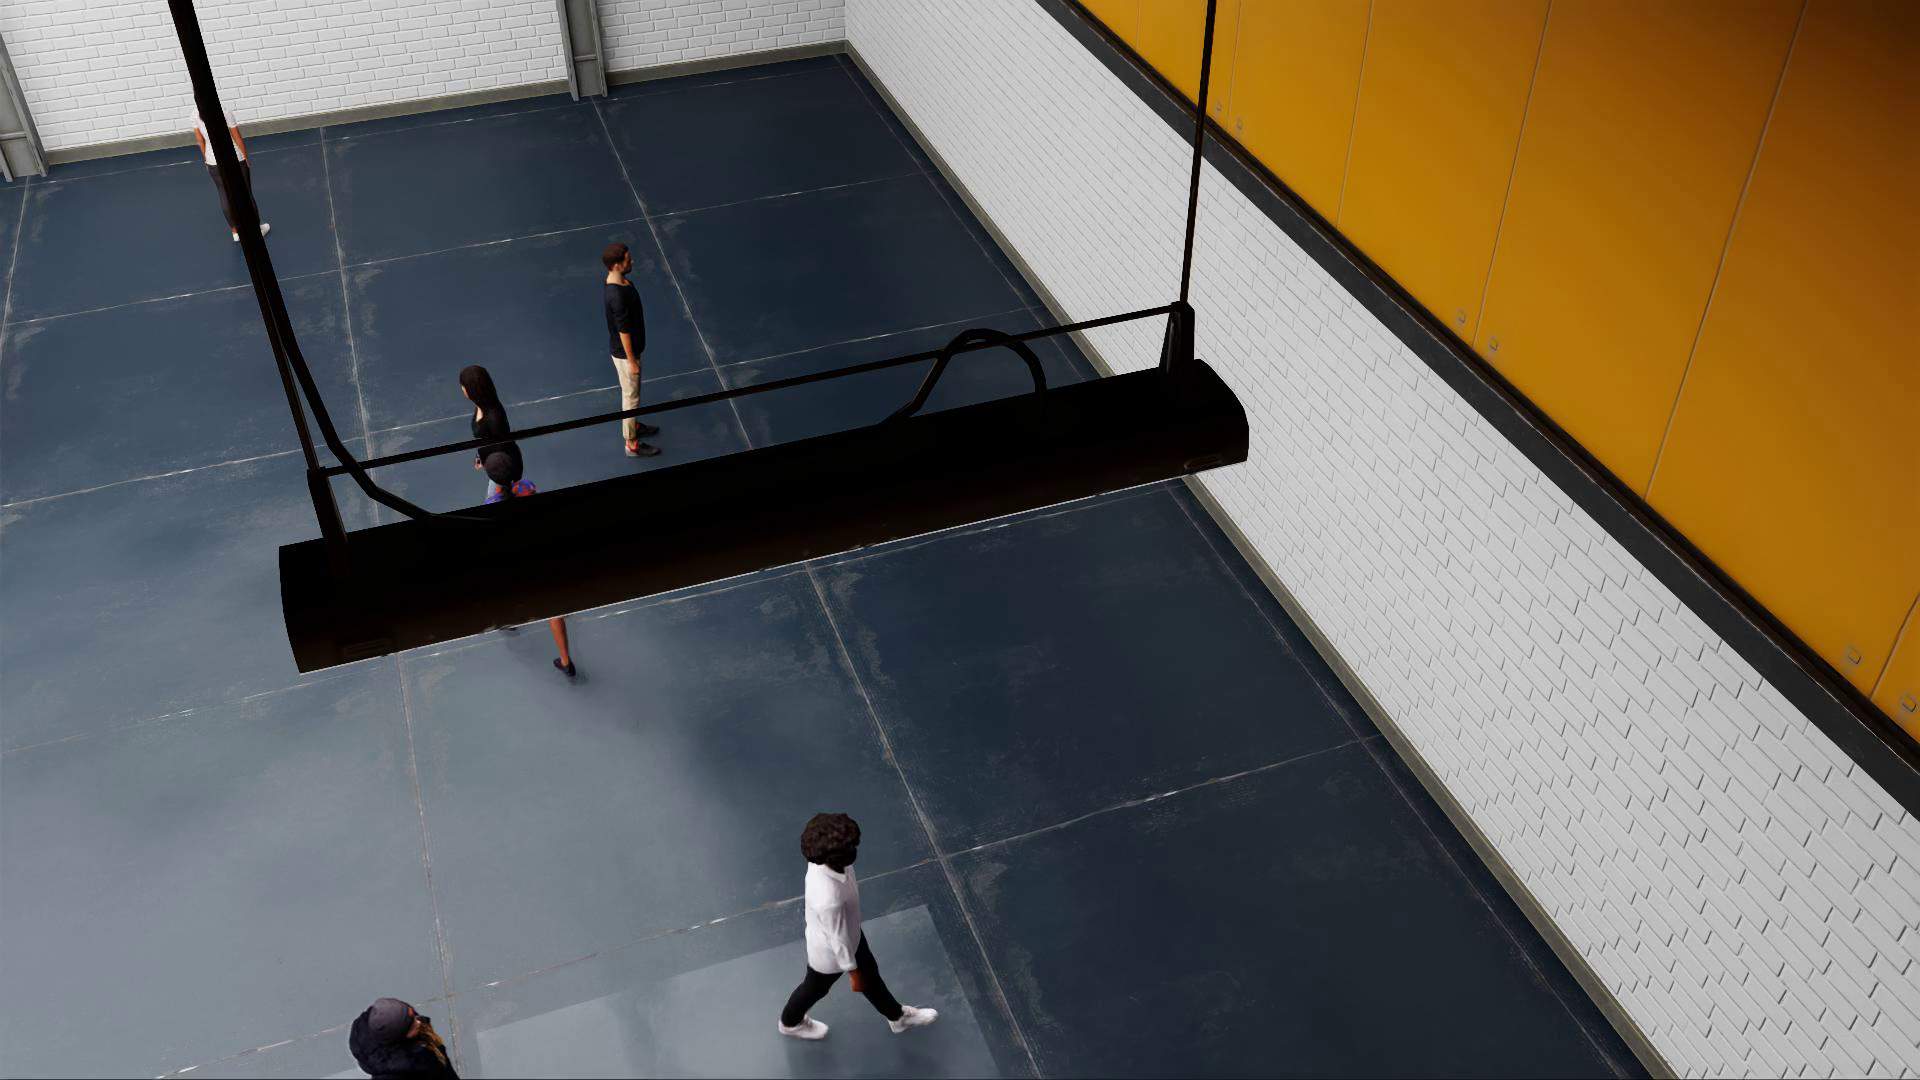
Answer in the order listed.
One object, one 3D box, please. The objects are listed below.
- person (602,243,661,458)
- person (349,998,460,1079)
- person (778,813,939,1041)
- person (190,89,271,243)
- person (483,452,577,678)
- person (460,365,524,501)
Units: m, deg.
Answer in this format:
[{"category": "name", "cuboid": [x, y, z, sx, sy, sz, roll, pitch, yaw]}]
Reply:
[{"category": "person", "cuboid": [-2.675, -1.525, 13.280, 0.563, 1.853, 0.658, -8, 39, -10]}, {"category": "person", "cuboid": [-2.617, 2.761, 8.055, 0.655, 1.675, 0.679, -16, 41, -19]}, {"category": "person", "cuboid": [-0.747, 2.118, 8.797, 1.211, 1.755, 0.915, 0, 39, 0]}, {"category": "person", "cuboid": [-7.131, -3.690, 16.156, 0.528, 1.646, 0.666, -5, 39, -7]}, {"category": "person", "cuboid": [-2.901, 0.188, 11.268, 1.220, 1.687, 0.902, -28, 46, -30]}, {"category": "person", "cuboid": [-3.301, -0.587, 12.290, 0.566, 1.624, 0.563, -15, 41, -18]}]
